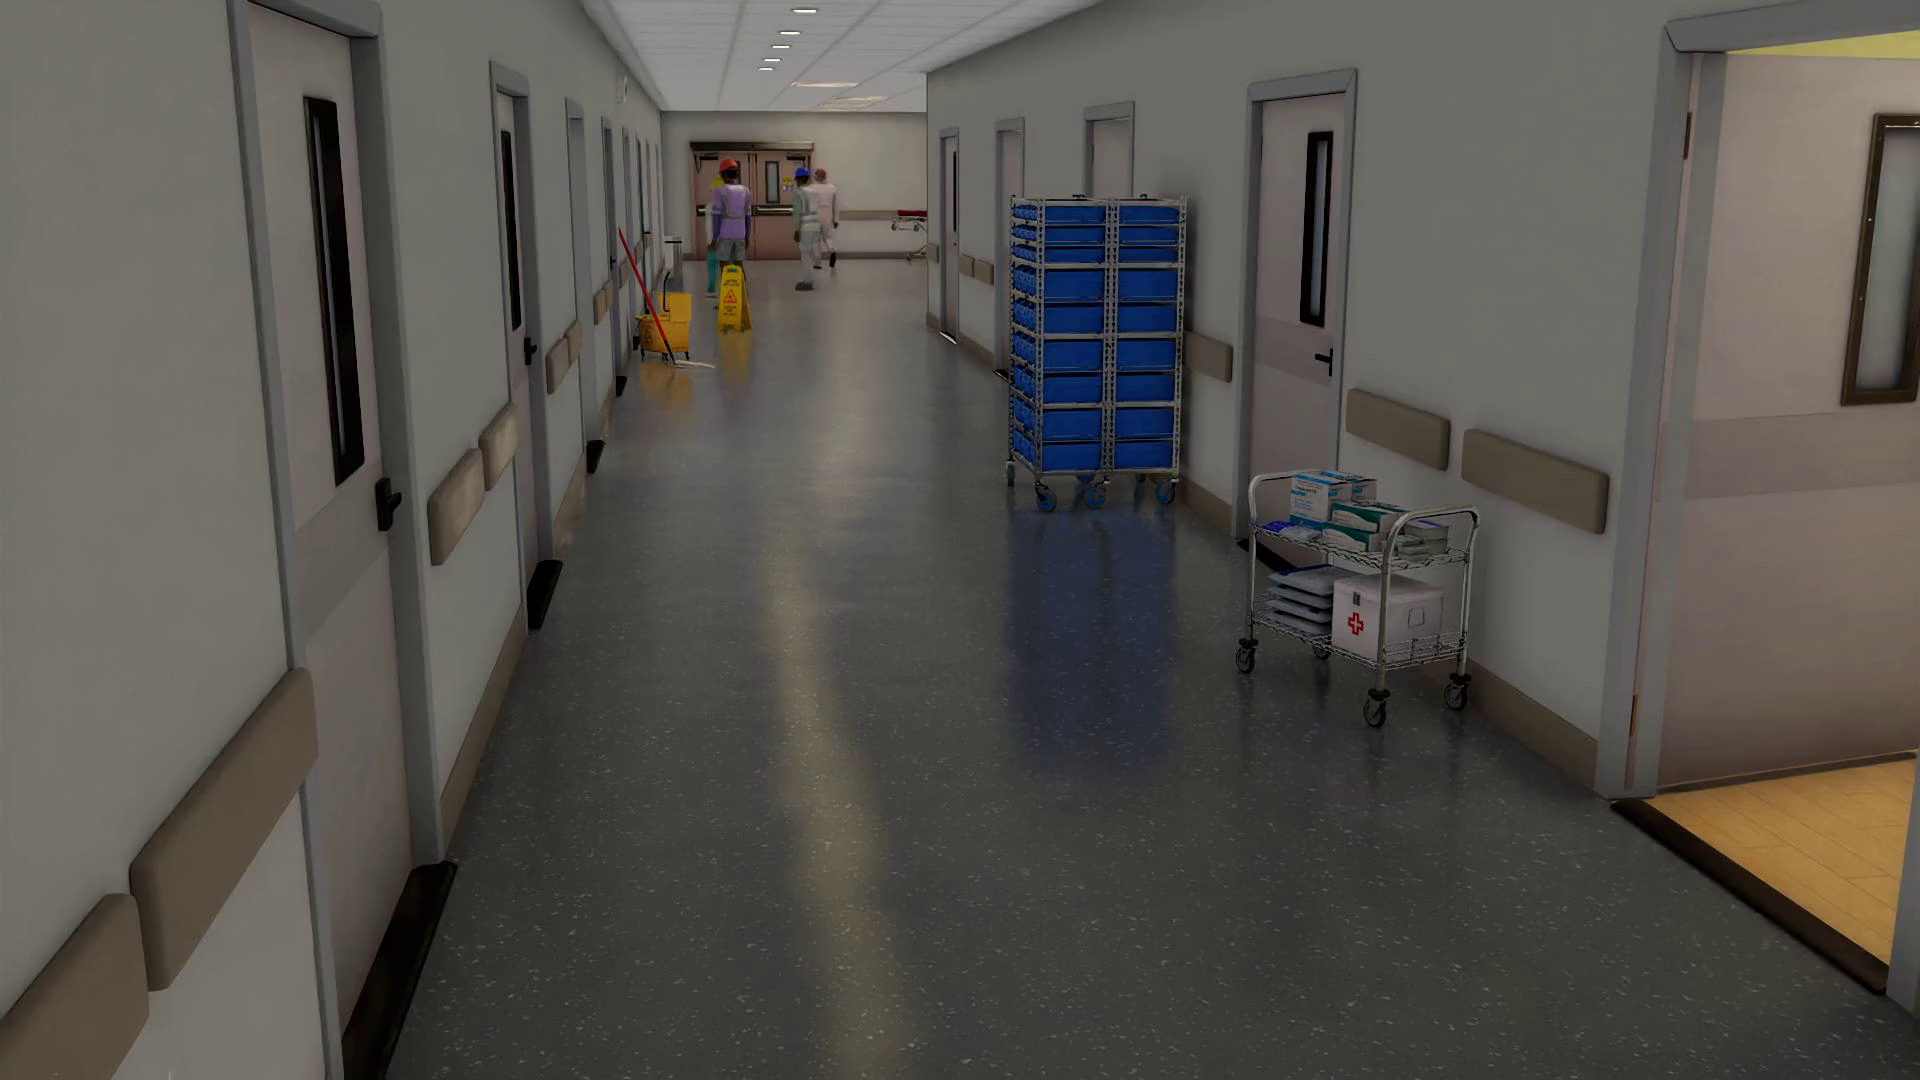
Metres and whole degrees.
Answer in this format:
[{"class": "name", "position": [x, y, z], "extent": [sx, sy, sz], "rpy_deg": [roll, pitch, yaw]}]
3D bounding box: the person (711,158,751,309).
[{"class": "person", "position": [-3.121, -4.152, 22.622], "extent": [0.614, 2.031, 0.403], "rpy_deg": [-11, 17, -41]}]

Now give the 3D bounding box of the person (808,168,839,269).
[{"class": "person", "position": [-2.608, -6.052, 31.365], "extent": [0.650, 1.889, 0.614], "rpy_deg": [-5, 14, -21]}]

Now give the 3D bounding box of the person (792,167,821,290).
[{"class": "person", "position": [-2.446, -4.891, 26.205], "extent": [0.556, 1.910, 0.620], "rpy_deg": [7, 14, 27]}]

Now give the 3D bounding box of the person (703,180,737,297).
[{"class": "person", "position": [-3.485, -4.411, 24.423], "extent": [0.527, 1.737, 0.837], "rpy_deg": [-12, 17, -42]}]
